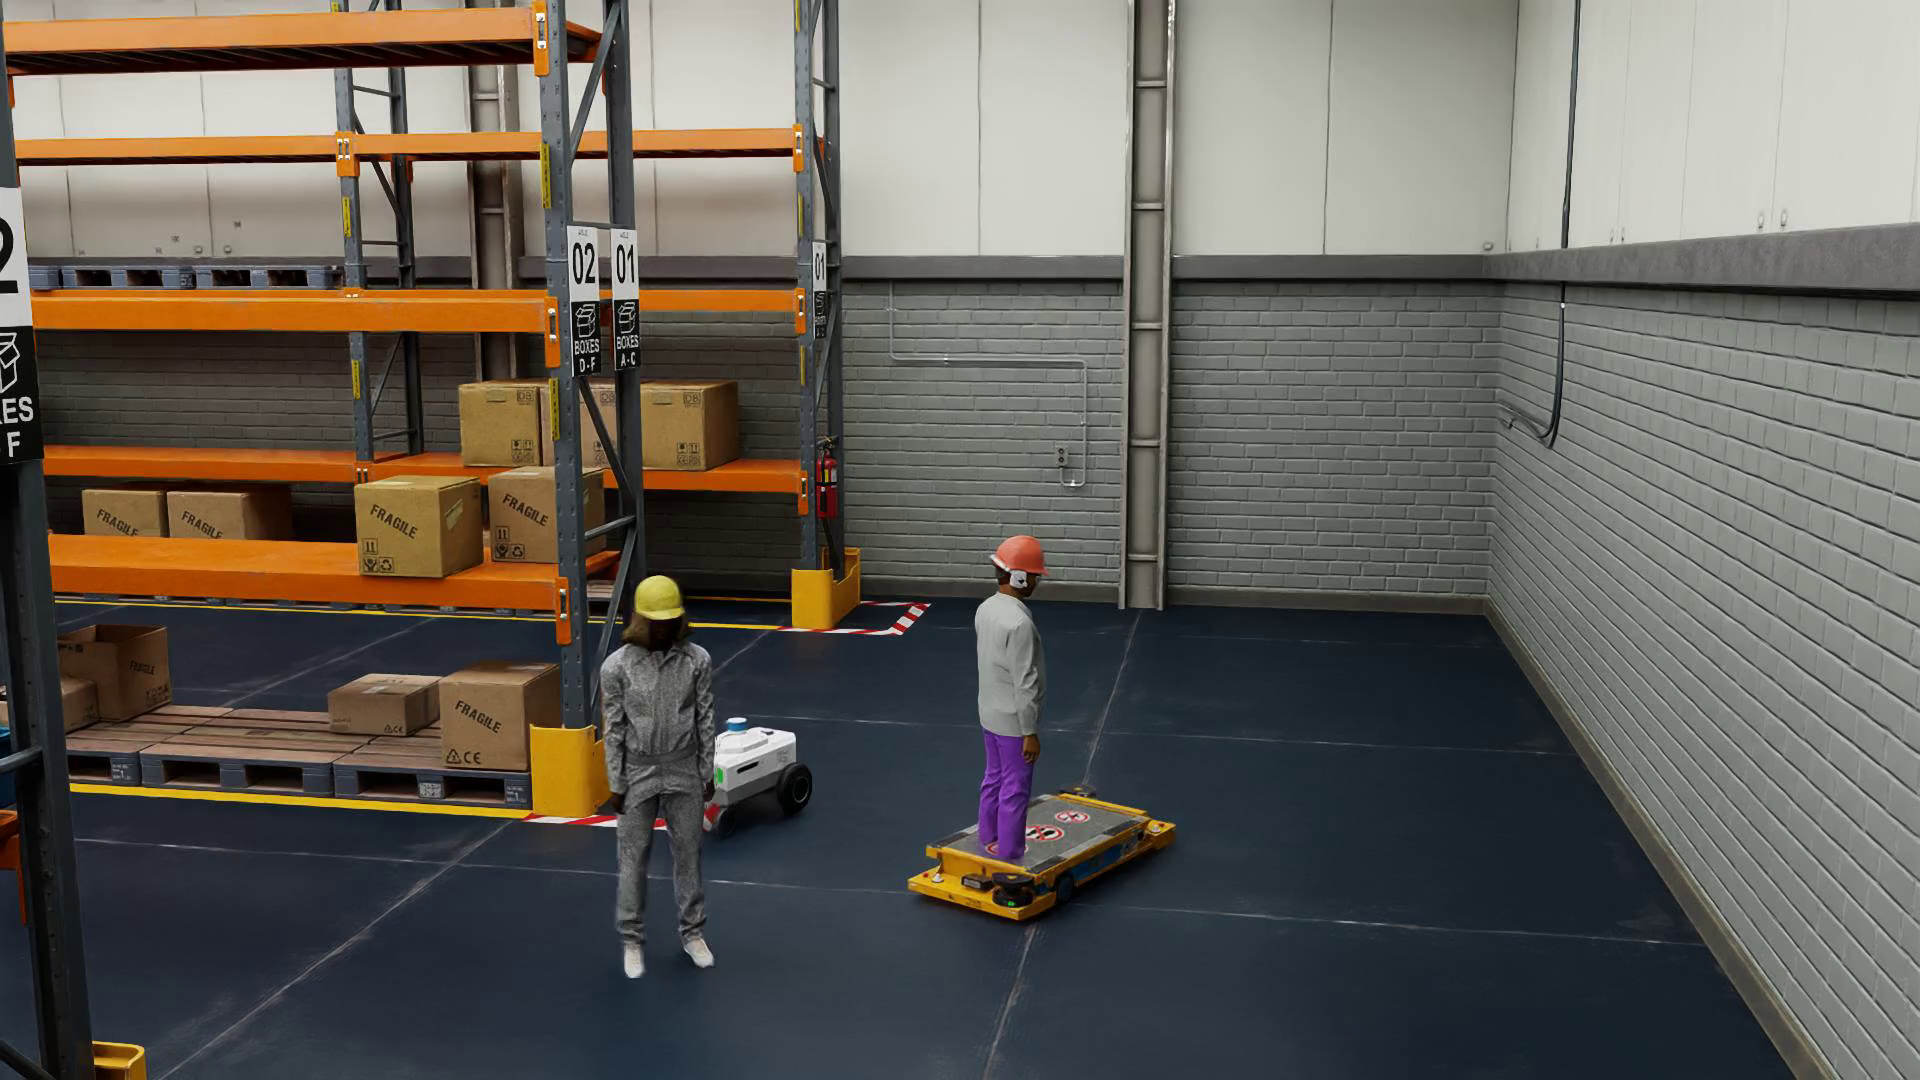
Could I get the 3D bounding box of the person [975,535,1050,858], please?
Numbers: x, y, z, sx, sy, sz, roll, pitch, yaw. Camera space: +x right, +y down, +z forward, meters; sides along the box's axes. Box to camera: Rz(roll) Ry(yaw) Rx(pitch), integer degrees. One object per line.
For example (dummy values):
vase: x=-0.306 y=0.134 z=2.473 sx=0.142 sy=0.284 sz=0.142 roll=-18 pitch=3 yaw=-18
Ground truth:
person: x=0.267 y=0.842 z=7.961 sx=0.335 sy=1.747 sz=0.562 roll=-3 pitch=10 yaw=-19

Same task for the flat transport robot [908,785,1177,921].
flat transport robot: x=0.439 y=1.527 z=8.285 sx=0.652 sy=0.197 sz=1.431 roll=7 pitch=11 yaw=37

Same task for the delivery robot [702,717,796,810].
delivery robot: x=-1.211 y=1.213 z=9.067 sx=0.477 sy=0.478 sz=0.707 roll=6 pitch=11 yaw=31

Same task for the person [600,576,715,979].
person: x=-1.263 y=1.000 z=7.045 sx=0.487 sy=1.730 sz=0.333 roll=-4 pitch=10 yaw=-25
